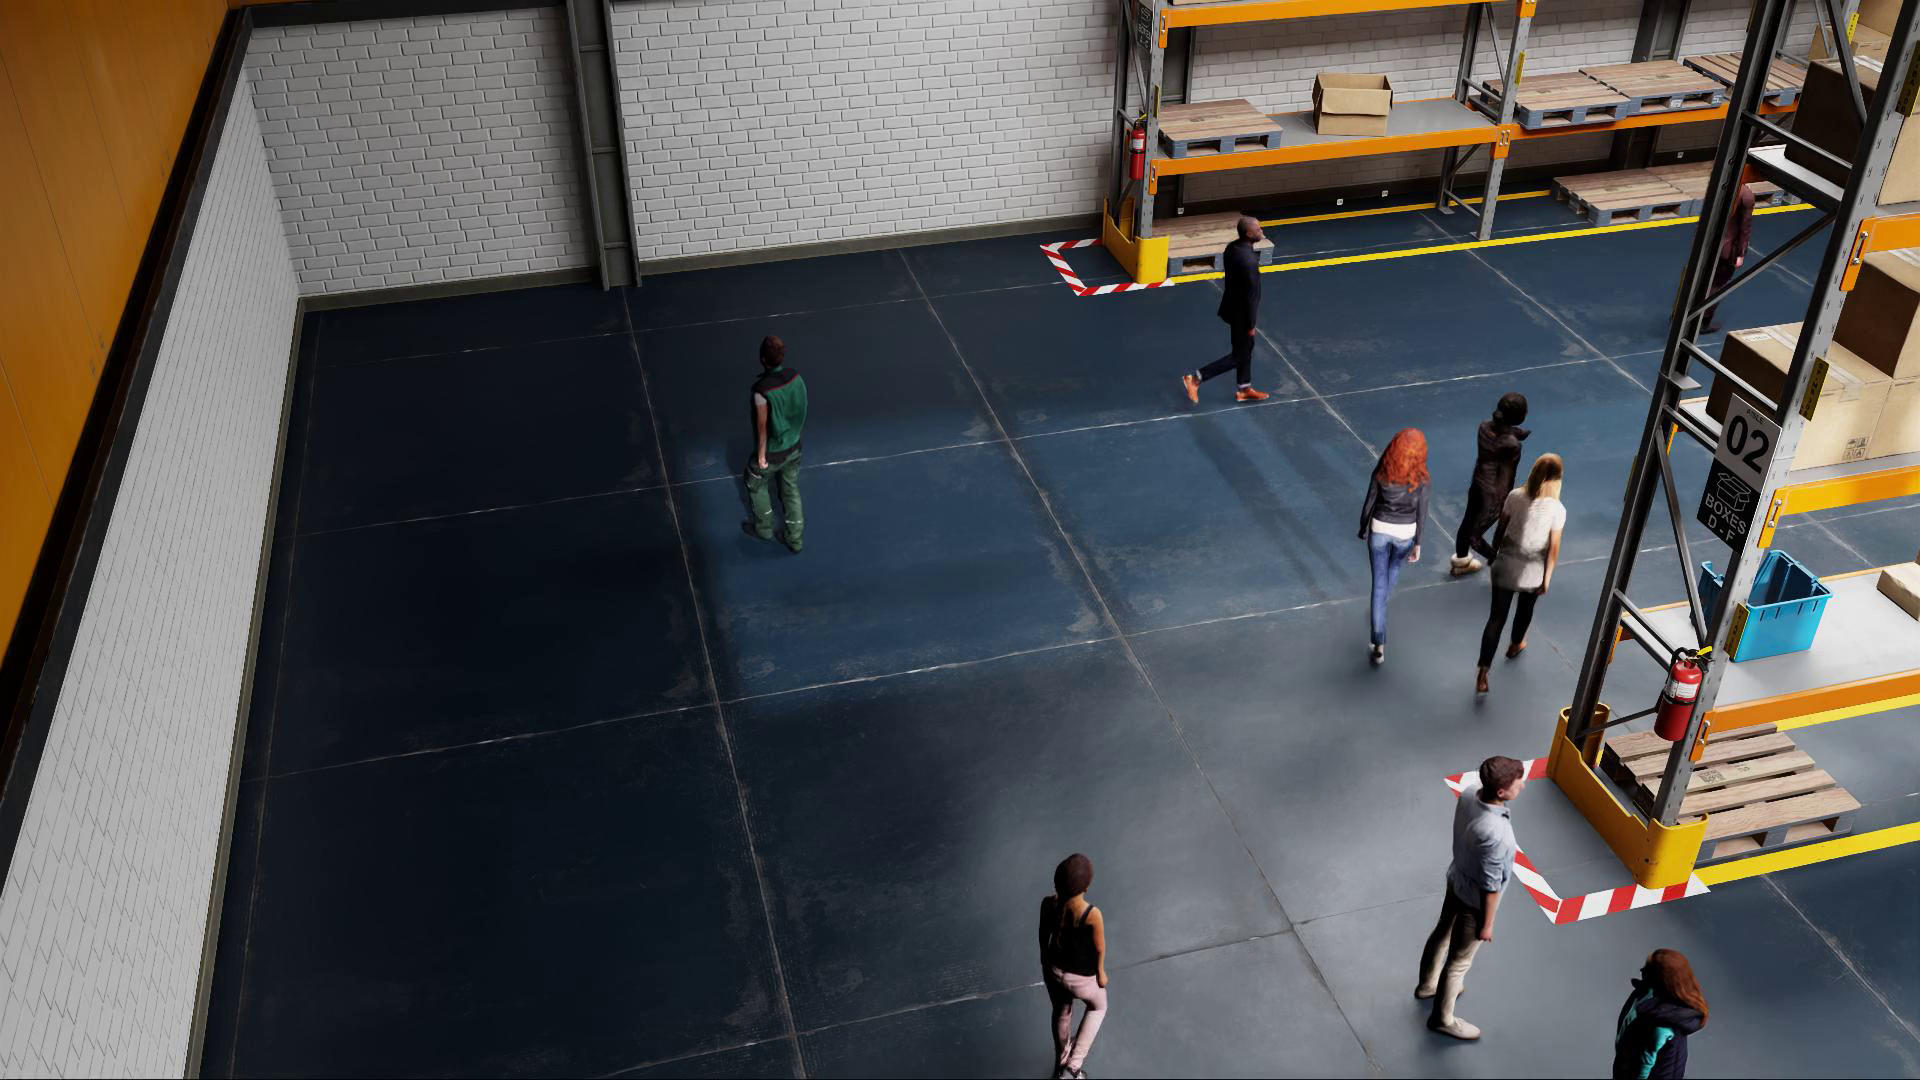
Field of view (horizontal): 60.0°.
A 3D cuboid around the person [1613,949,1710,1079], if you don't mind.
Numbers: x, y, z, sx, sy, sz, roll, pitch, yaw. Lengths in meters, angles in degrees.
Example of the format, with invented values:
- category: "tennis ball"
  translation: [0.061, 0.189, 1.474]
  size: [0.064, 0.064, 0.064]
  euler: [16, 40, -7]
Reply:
- category: "person"
  translation: [3.351, 2.562, 8.157]
  size: [0.723, 1.497, 0.677]
  euler: [11, 35, 16]

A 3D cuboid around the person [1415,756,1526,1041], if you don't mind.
- category: "person"
  translation: [2.725, 1.870, 8.883]
  size: [0.627, 1.847, 0.704]
  euler: [0, 34, 0]

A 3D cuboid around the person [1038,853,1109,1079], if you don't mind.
- category: "person"
  translation: [0.557, 2.262, 8.551]
  size: [0.713, 1.561, 0.768]
  euler: [16, 37, 22]

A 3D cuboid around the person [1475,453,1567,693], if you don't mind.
- category: "person"
  translation: [3.795, 0.263, 11.352]
  size: [1.129, 1.789, 1.192]
  euler: [17, 37, 24]

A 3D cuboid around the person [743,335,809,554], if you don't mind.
- category: "person"
  translation: [-1.352, -0.695, 12.760]
  size: [0.920, 1.826, 0.875]
  euler: [27, 42, 35]

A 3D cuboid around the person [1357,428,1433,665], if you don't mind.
- category: "person"
  translation: [3.022, 0.073, 11.679]
  size: [1.141, 1.744, 1.011]
  euler: [7, 34, 10]

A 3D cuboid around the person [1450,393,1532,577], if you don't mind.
- category: "person"
  translation: [4.055, -0.388, 12.446]
  size: [0.770, 1.662, 0.641]
  euler: [-11, 35, -16]

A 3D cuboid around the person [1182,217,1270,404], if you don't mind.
- category: "person"
  translation: [2.399, -1.986, 14.729]
  size: [1.139, 1.797, 0.864]
  euler: [-1, 34, -2]

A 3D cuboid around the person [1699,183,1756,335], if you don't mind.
- category: "person"
  translation: [7.238, -2.810, 15.923]
  size: [0.847, 1.847, 0.778]
  euler: [-16, 37, -22]
